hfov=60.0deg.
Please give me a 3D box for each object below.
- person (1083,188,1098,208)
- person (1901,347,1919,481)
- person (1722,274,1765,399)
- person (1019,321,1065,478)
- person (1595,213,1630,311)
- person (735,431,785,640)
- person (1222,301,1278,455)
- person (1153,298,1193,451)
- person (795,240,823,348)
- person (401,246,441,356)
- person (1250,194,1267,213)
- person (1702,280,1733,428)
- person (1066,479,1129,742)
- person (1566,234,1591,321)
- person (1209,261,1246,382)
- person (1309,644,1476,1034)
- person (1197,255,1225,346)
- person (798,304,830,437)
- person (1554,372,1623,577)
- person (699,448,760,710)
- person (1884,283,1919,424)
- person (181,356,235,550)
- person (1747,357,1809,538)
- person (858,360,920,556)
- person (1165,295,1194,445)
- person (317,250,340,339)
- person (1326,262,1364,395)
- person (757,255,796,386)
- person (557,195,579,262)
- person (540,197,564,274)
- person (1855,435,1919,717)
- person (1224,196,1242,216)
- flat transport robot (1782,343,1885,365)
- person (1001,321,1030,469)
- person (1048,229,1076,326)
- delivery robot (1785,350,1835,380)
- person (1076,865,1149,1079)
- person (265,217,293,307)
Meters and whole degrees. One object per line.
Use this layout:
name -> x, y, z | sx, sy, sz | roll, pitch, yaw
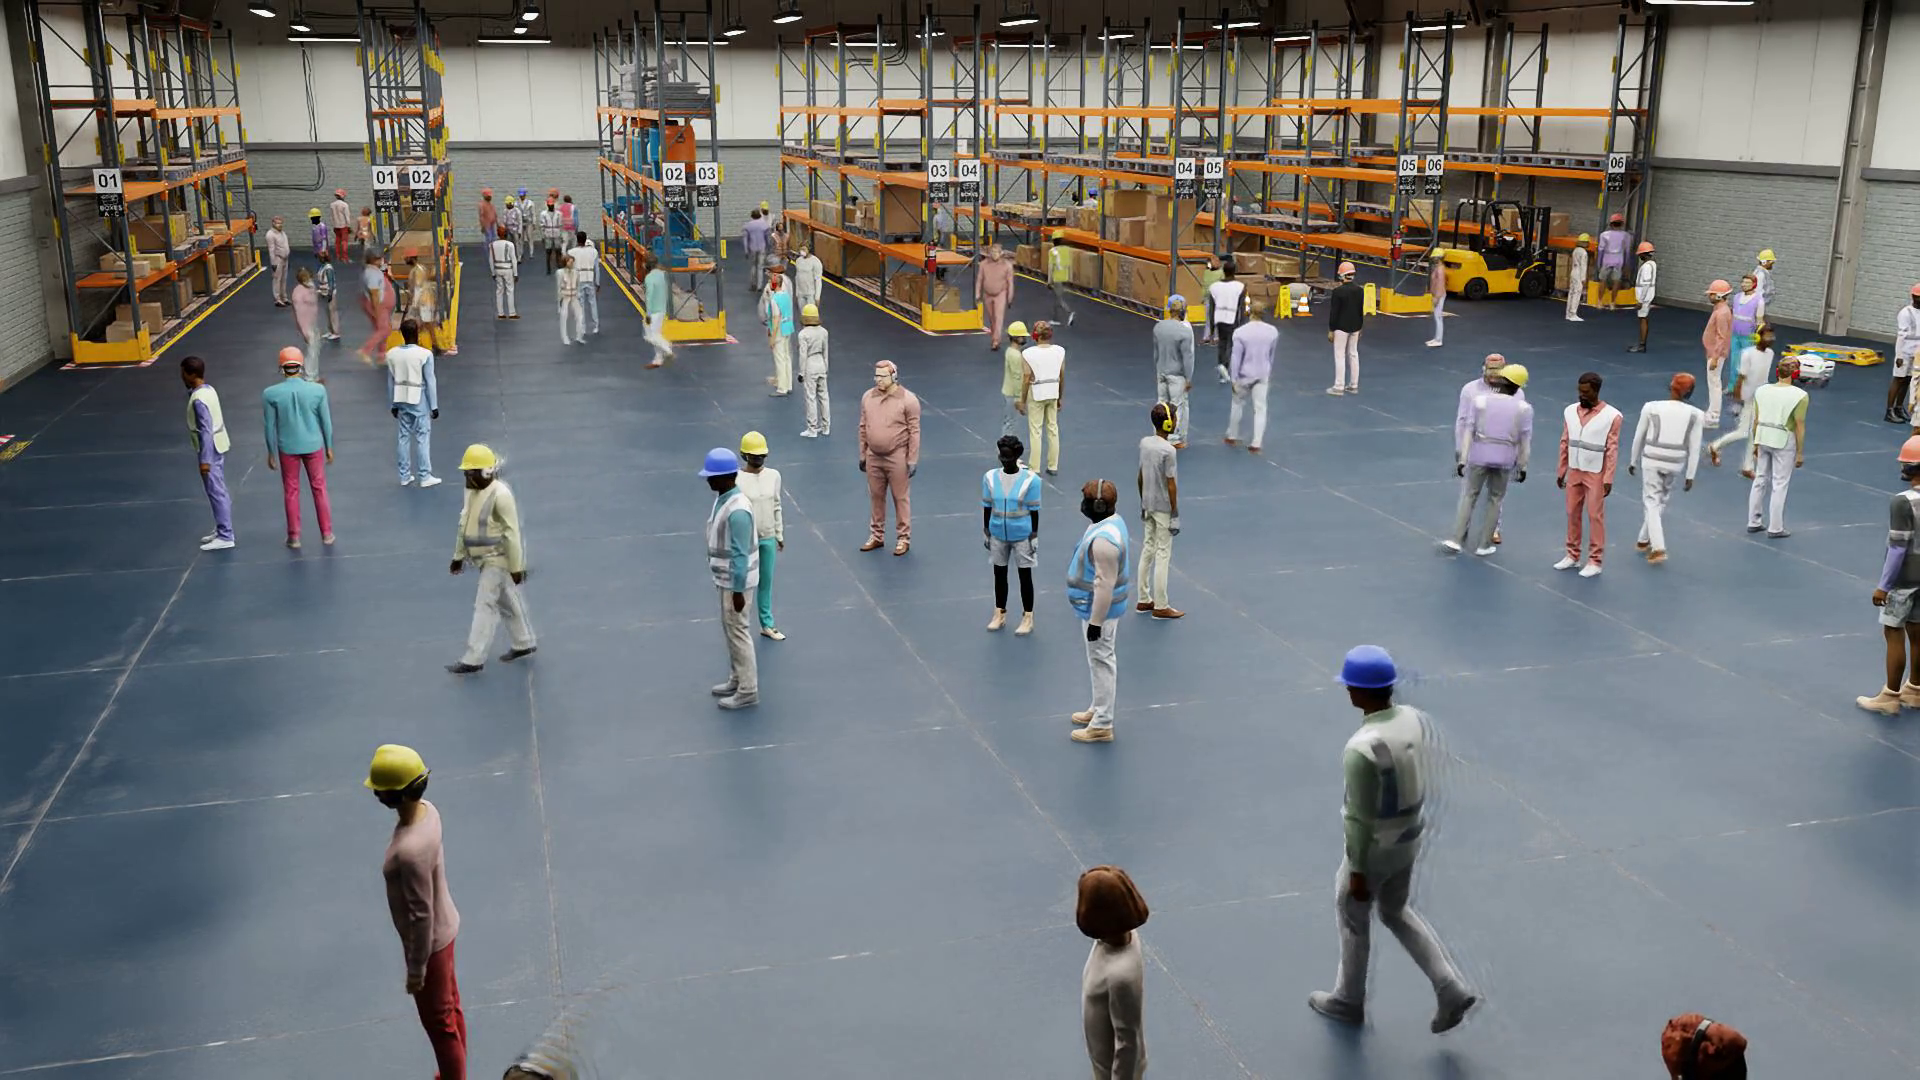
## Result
person -> 3.645, -8.771, 46.141 | 0.603, 1.936, 0.410 | 11, 19, 37
person -> 11.287, -1.627, 19.249 | 0.543, 1.942, 0.354 | 7, 16, 25
person -> 11.641, -3.026, 24.687 | 0.384, 1.849, 0.570 | -5, 16, -18
person -> 0.969, -1.641, 19.484 | 0.565, 1.846, 0.390 | -8, 17, -27
person -> 13.651, -5.800, 34.787 | 0.638, 2.037, 0.427 | 4, 15, 14
person -> -1.656, -0.013, 13.513 | 0.524, 1.769, 0.308 | -12, 19, -38
person -> 3.654, -2.069, 21.006 | 0.641, 1.883, 0.966 | -3, 15, -12
person -> 2.690, -2.080, 20.990 | 0.384, 1.928, 0.635 | -12, 19, -37
person -> -2.689, -4.345, 29.506 | 0.625, 1.933, 0.375 | 14, 20, 42
person -> -9.377, -4.066, 28.512 | 0.861, 1.900, 0.549 | -9, 17, -31
person -> 8.591, -9.139, 48.028 | 0.526, 1.665, 0.915 | 4, 15, 15
person -> 10.188, -2.511, 22.475 | 0.396, 1.992, 0.623 | 6, 16, 22
person -> 0.950, 0.479, 11.518 | 0.429, 1.843, 0.629 | 2, 15, 6
person -> 12.431, -5.271, 33.364 | 0.329, 1.733, 0.486 | -1, 15, -4
person -> 4.169, -3.401, 25.985 | 0.609, 1.908, 0.520 | 9, 18, 31
person -> 2.048, 1.436, 7.764 | 0.719, 1.920, 0.614 | 14, 20, 42
person -> 4.536, -4.315, 29.954 | 0.279, 1.634, 0.497 | -12, 19, -37
person -> -1.944, -2.232, 21.907 | 0.324, 1.743, 0.490 | 14, 20, 42
person -> 5.865, -0.628, 15.566 | 0.408, 1.907, 0.597 | -10, 18, -34
person -> -1.667, 0.274, 12.115 | 0.418, 1.938, 0.616 | -5, 16, -17
person -> 13.033, -2.564, 22.790 | 0.548, 1.934, 0.375 | -9, 17, -31
person -> -7.412, -0.865, 16.428 | 0.386, 1.916, 0.590 | -5, 16, -17
person -> 8.262, -0.934, 16.849 | 0.395, 1.836, 0.560 | -8, 17, -27
person -> -0.713, -0.803, 16.216 | 0.654, 1.906, 0.408 | 7, 17, 26
person -> 2.790, -2.163, 21.267 | 0.402, 1.940, 0.602 | 2, 15, 7
person -> -11.710, -4.550, 30.830 | 0.307, 1.639, 0.513 | -10, 18, -34
person -> 5.806, -3.192, 25.082 | 0.633, 1.981, 0.432 | -9, 17, -31
person -> -2.831, -3.415, 25.788 | 0.621, 2.000, 0.729 | 3, 15, 10
person -> -10.656, -8.480, 45.331 | 0.654, 1.784, 0.984 | 2, 15, 7
person -> -10.337, -7.718, 42.180 | 0.553, 1.933, 0.367 | -5, 16, -20
person -> 6.799, 0.258, 11.966 | 0.615, 2.039, 0.387 | -7, 17, -26
person -> 7.666, -8.812, 46.696 | 0.570, 1.733, 0.664 | -6, 16, -21
flat transport robot -> 14.867, -3.185, 28.315 | 0.652, 0.197, 1.431 | -12, 19, -38
person -> 0.667, -1.750, 20.048 | 0.331, 1.768, 0.526 | -1, 15, -5
person -> 1.997, -5.112, 32.462 | 0.592, 1.899, 0.798 | -13, 20, -41
delivery robot -> 13.156, -2.699, 25.761 | 0.477, 0.478, 0.707 | -7, 16, -24
person -> 0.564, 1.981, 6.264 | 0.282, 1.631, 0.504 | 0, 15, 0
person -> -14.554, -5.962, 35.635 | 0.399, 1.905, 0.642 | 2, 15, 6
